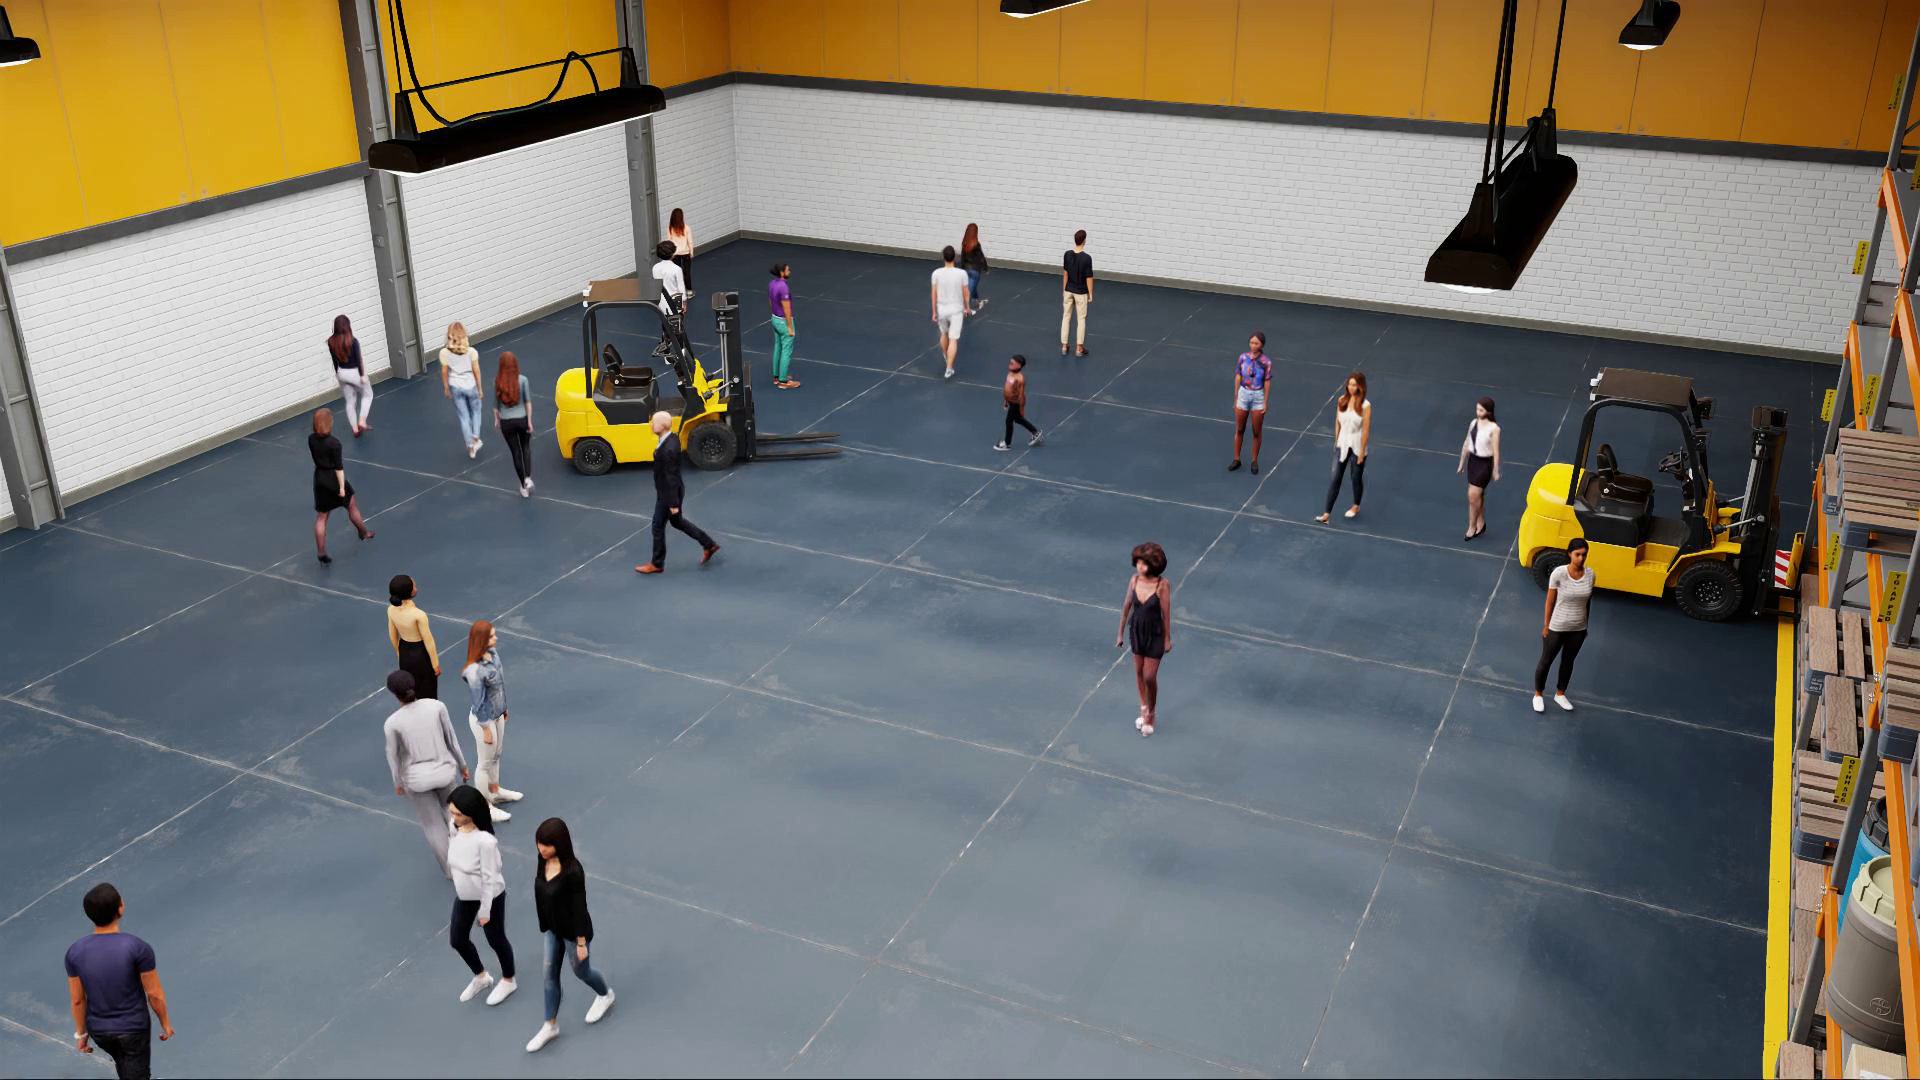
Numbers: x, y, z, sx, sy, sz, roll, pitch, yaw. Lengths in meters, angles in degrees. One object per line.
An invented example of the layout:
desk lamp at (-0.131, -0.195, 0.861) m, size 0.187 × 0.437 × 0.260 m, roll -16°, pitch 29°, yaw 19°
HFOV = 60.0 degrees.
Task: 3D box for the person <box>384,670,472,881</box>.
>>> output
person at (-3.881, 1.777, 12.228) m, size 0.804 × 1.713 × 0.907 m, roll -12°, pitch 26°, yaw -26°

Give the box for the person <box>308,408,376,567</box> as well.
person at (-6.709, -0.529, 17.572) m, size 0.661 × 1.660 × 1.077 m, roll 8°, pitch 25°, yaw 18°

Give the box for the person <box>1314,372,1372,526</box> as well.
person at (4.426, -1.021, 18.590) m, size 0.833 × 1.745 × 1.155 m, roll 20°, pitch 30°, yaw 38°

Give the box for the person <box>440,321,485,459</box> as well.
person at (-6.108, -1.816, 20.449) m, size 0.803 × 1.713 × 0.860 m, roll -4°, pitch 24°, yaw -8°

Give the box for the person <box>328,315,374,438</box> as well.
person at (-7.764, -2.059, 21.150) m, size 0.668 × 1.596 × 0.659 m, roll 4°, pitch 24°, yaw 10°

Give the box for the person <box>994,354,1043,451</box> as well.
person at (0.755, -1.733, 20.851) m, size 0.914 × 1.237 × 0.876 m, roll -7°, pitch 25°, yaw -15°

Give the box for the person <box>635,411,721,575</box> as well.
person at (-2.950, -0.492, 17.343) m, size 1.152 × 1.773 × 1.198 m, roll -3°, pitch 24°, yaw -8°

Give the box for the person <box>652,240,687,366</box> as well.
person at (-4.186, -3.429, 24.019) m, size 0.642 × 1.809 × 0.589 m, roll 7°, pitch 25°, yaw 17°

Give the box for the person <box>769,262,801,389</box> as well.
person at (-2.472, -3.000, 23.091) m, size 0.729 × 1.765 × 0.707 m, roll -15°, pitch 28°, yaw -30°

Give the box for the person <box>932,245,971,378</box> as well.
person at (-0.146, -3.186, 23.458) m, size 0.878 × 1.813 × 1.252 m, roll 4°, pitch 24°, yaw 10°

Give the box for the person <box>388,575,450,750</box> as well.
person at (-4.574, 1.042, 13.984) m, size 0.573 × 1.653 × 0.545 m, roll 9°, pitch 25°, yaw 19°

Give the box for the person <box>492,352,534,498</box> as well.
person at (-5.155, -1.312, 19.274) m, size 0.716 × 1.729 × 0.775 m, roll -8°, pitch 25°, yaw -17°

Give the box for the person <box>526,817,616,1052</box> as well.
person at (-2.496, 2.471, 10.750) m, size 0.673 × 1.625 × 0.940 m, roll 14°, pitch 27°, yaw 30°

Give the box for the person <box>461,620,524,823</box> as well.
person at (-3.738, 1.404, 13.102) m, size 0.728 × 1.697 × 0.572 m, roll 2°, pitch 24°, yaw 4°

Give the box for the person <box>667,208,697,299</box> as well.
person at (-4.598, -4.727, 27.397) m, size 0.633 × 1.482 × 0.623 m, roll 2°, pitch 24°, yaw 4°

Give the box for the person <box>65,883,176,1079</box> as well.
person at (-4.898, 2.896, 9.639) m, size 1.016 × 1.737 × 1.230 m, roll -2°, pitch 24°, yaw -4°

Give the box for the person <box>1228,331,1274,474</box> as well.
person at (3.523, -1.673, 20.087) m, size 0.589 × 1.741 × 0.515 m, roll 10°, pitch 25°, yaw 21°

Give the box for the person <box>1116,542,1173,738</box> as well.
person at (1.658, 0.815, 14.346) m, size 0.645 × 1.779 × 0.660 m, roll 15°, pitch 28°, yaw 31°

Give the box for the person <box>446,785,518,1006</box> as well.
person at (-3.108, 2.314, 11.035) m, size 0.645 × 1.685 × 0.613 m, roll 14°, pitch 27°, yaw 29°

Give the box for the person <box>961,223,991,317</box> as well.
person at (0.158, -4.269, 26.387) m, size 0.958 × 1.452 × 0.781 m, roll -19°, pitch 30°, yaw -37°

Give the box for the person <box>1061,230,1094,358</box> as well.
person at (1.700, -3.626, 24.417) m, size 0.636 × 1.851 × 0.535 m, roll 12°, pitch 26°, yaw 25°

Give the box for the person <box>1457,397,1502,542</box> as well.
person at (5.753, -0.787, 18.194) m, size 0.799 × 1.634 × 0.741 m, roll -14°, pitch 27°, yaw -30°

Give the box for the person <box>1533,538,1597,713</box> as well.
person at (5.344, 0.739, 14.686) m, size 0.654 × 1.646 × 0.674 m, roll -2°, pitch 24°, yaw -5°
